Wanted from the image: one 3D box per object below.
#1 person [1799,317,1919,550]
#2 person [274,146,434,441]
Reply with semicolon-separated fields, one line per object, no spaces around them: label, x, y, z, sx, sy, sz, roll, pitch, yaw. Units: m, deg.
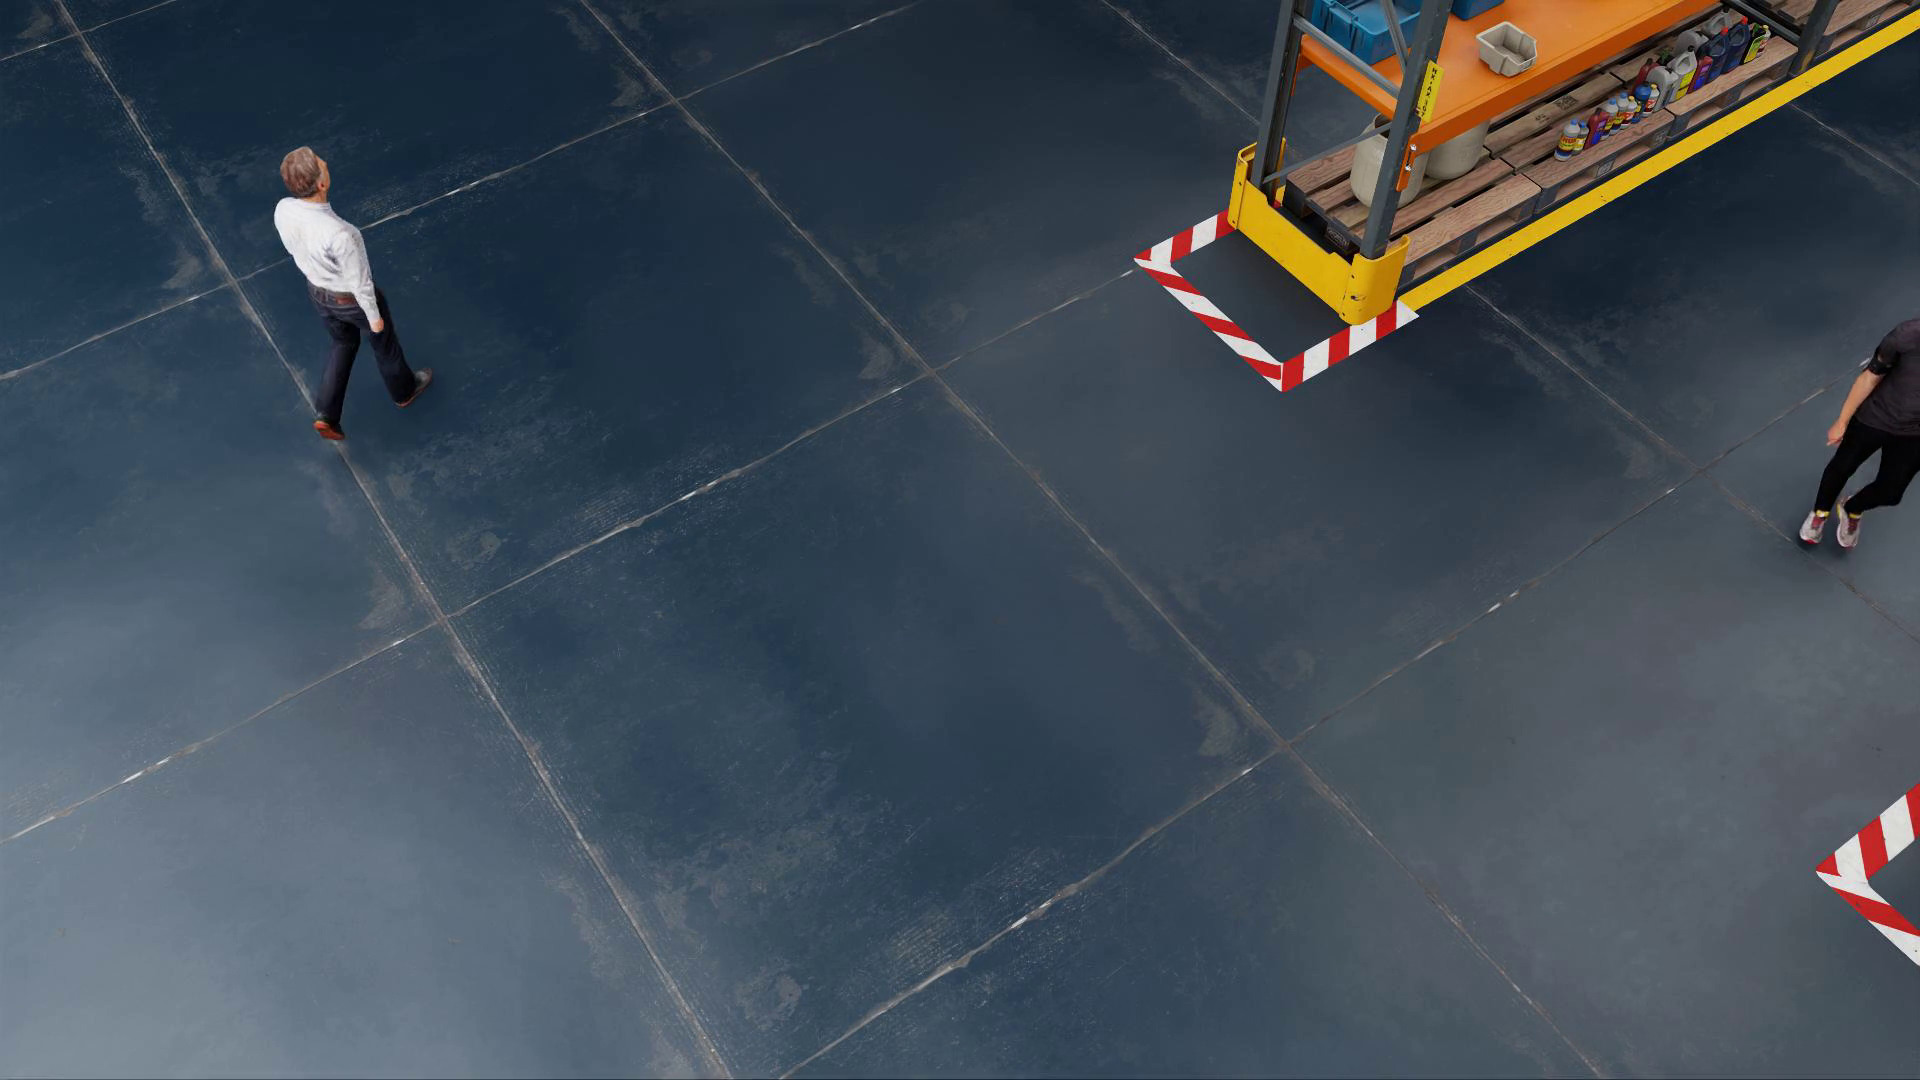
person;4.566;-0.635;8.110;0.773;1.754;0.789;19;55;14
person;-3.209;-1.215;8.527;0.959;1.805;1.147;23;56;17
